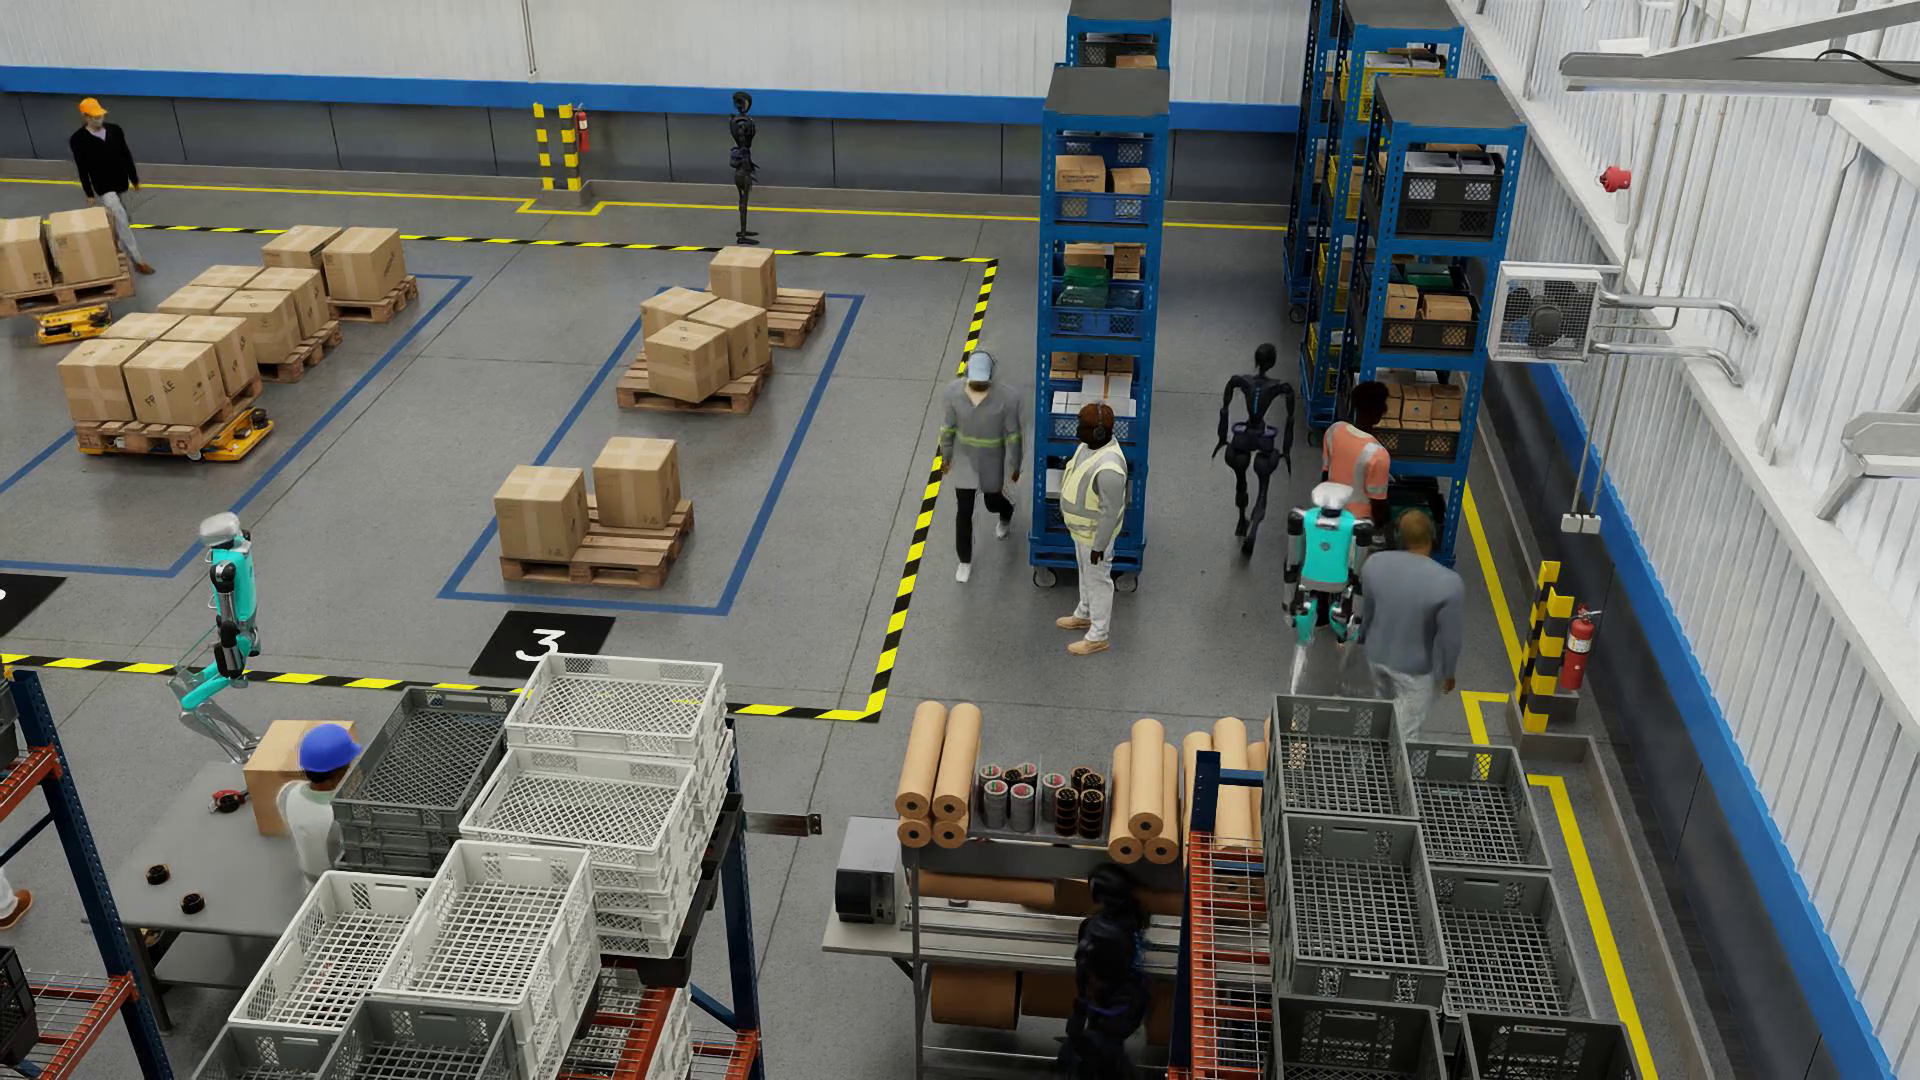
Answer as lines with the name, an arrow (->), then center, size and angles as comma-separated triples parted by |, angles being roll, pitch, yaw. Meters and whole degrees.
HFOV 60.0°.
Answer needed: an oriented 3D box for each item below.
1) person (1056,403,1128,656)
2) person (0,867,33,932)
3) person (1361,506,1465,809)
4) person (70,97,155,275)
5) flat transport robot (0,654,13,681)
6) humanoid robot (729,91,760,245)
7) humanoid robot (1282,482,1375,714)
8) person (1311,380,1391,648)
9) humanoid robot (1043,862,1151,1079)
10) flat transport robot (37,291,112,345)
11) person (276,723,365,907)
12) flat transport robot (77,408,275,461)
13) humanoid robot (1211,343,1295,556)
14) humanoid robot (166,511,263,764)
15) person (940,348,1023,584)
person -> 0.885, -0.085, 11.256 | 0.429, 1.844, 0.625 | -5, 31, -8
person -> -5.414, 1.314, 8.816 | 0.575, 1.882, 0.340 | -7, 31, -11
person -> 2.620, 0.708, 9.842 | 0.660, 1.895, 0.670 | -26, 39, -37
person -> -9.006, -3.774, 17.590 | 0.905, 1.853, 0.593 | 16, 34, 26
flat transport robot -> -7.142, 0.969, 11.010 | 1.431, 0.231, 0.659 | 3, 30, 6
humanoid robot -> -2.373, -4.119, 18.338 | 0.315, 1.653, 0.599 | -2, 30, -3
humanoid robot -> 2.368, 0.352, 10.700 | 0.532, 1.841, 0.803 | 11, 32, 18
person -> 2.678, -0.173, 11.284 | 0.368, 1.966, 0.605 | -15, 33, -24
humanoid robot -> 0.625, 2.148, 7.611 | 0.727, 1.632, 0.600 | 19, 35, 30
flat transport robot -> -8.929, -2.354, 16.690 | 0.652, 0.197, 1.431 | -15, 33, -24
person -> -2.932, 1.708, 8.087 | 0.612, 1.940, 0.427 | 16, 34, 25
flat transport robot -> -6.728, -0.944, 14.268 | 1.431, 0.197, 0.652 | 3, 30, 6
humanoid robot -> 2.184, -0.683, 12.473 | 0.610, 1.635, 0.647 | 8, 31, 14
humanoid robot -> -4.517, 0.627, 10.000 | 0.735, 1.681, 0.533 | -5, 31, -8
person -> 0.170, -0.639, 12.237 | 0.624, 1.817, 0.785 | 8, 31, 13
